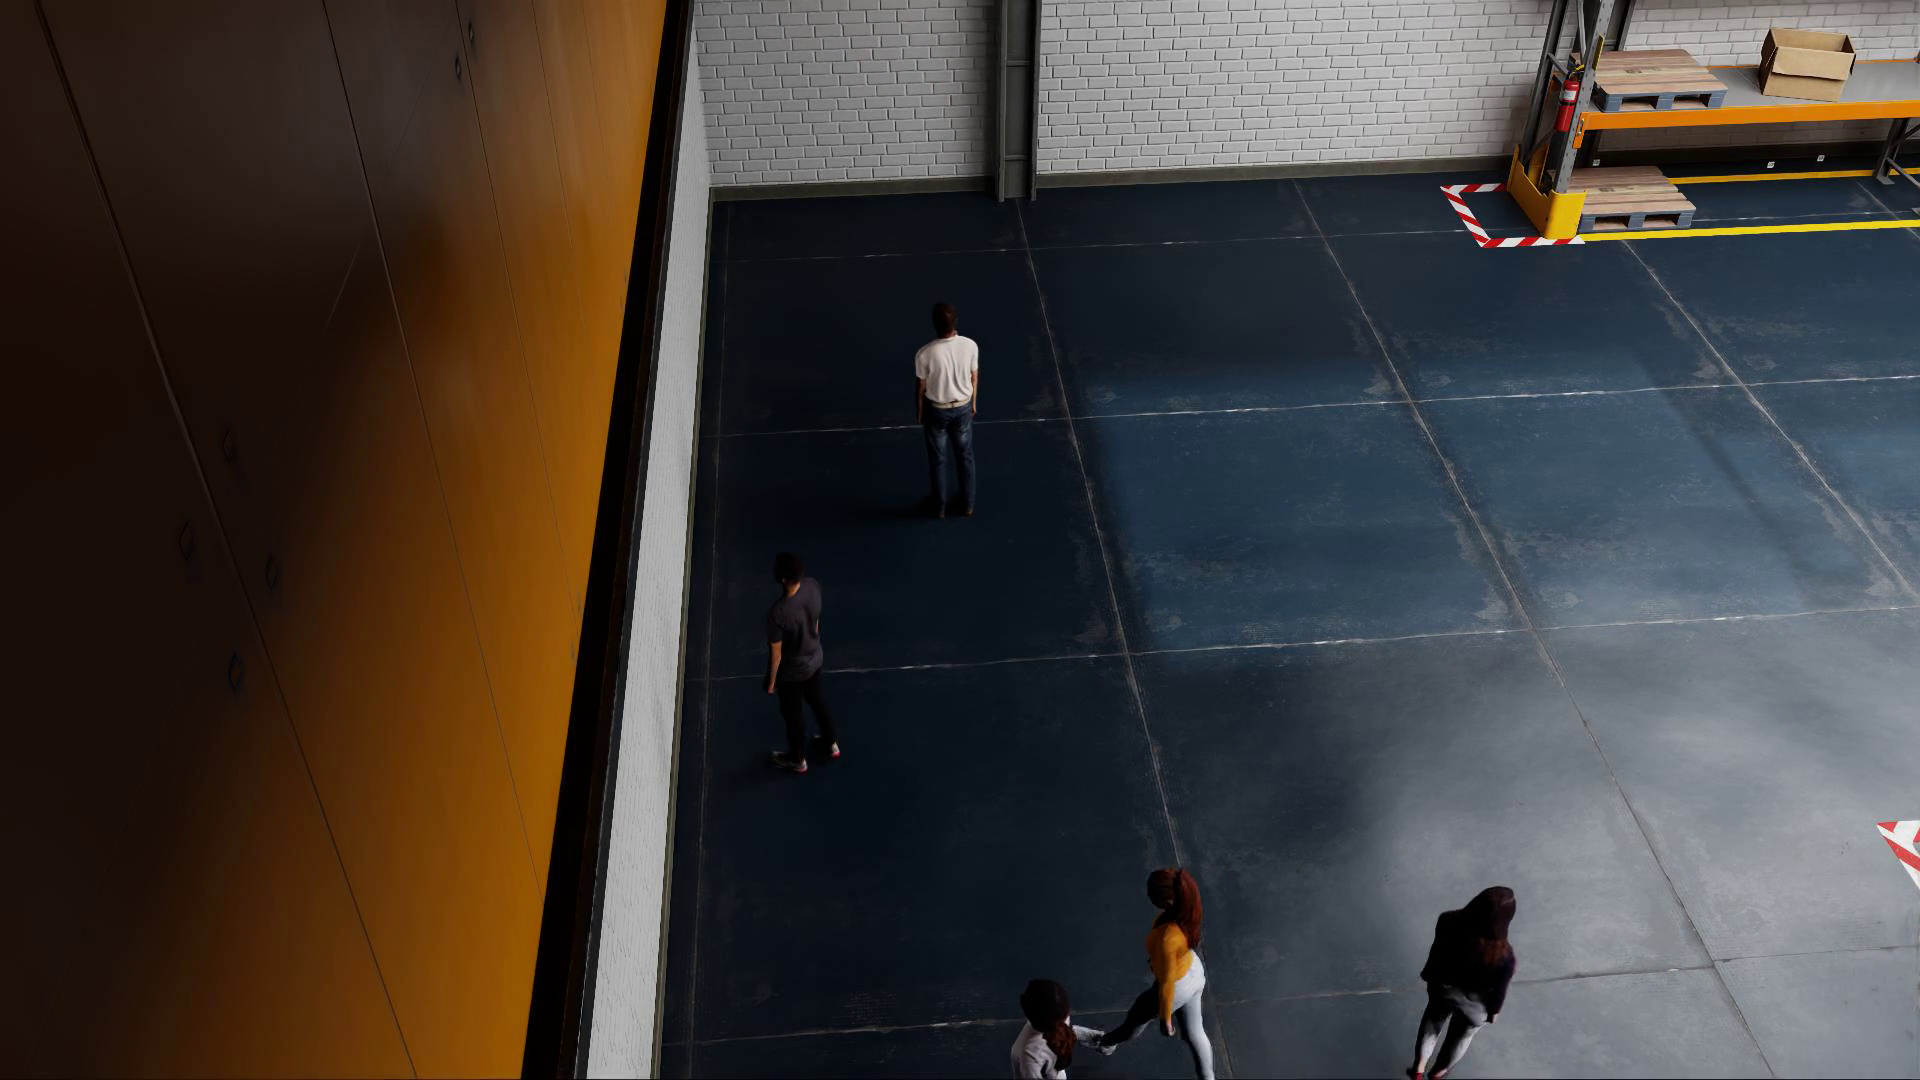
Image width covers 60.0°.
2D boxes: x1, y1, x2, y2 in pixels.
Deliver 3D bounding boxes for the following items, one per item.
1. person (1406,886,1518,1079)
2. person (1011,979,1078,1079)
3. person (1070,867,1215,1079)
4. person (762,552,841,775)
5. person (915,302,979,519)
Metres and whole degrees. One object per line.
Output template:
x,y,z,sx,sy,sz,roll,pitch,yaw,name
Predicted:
2.595,2.397,8.693,0.780,1.597,0.840,28,46,31,person
0.390,2.724,8.185,0.655,1.720,0.658,12,40,15,person
1.205,2.365,8.647,1.180,1.705,1.001,17,42,21,person
-1.011,0.789,10.569,0.818,1.769,0.774,21,43,24,person
-0.091,-0.983,12.720,0.572,1.853,0.755,-10,40,-12,person
